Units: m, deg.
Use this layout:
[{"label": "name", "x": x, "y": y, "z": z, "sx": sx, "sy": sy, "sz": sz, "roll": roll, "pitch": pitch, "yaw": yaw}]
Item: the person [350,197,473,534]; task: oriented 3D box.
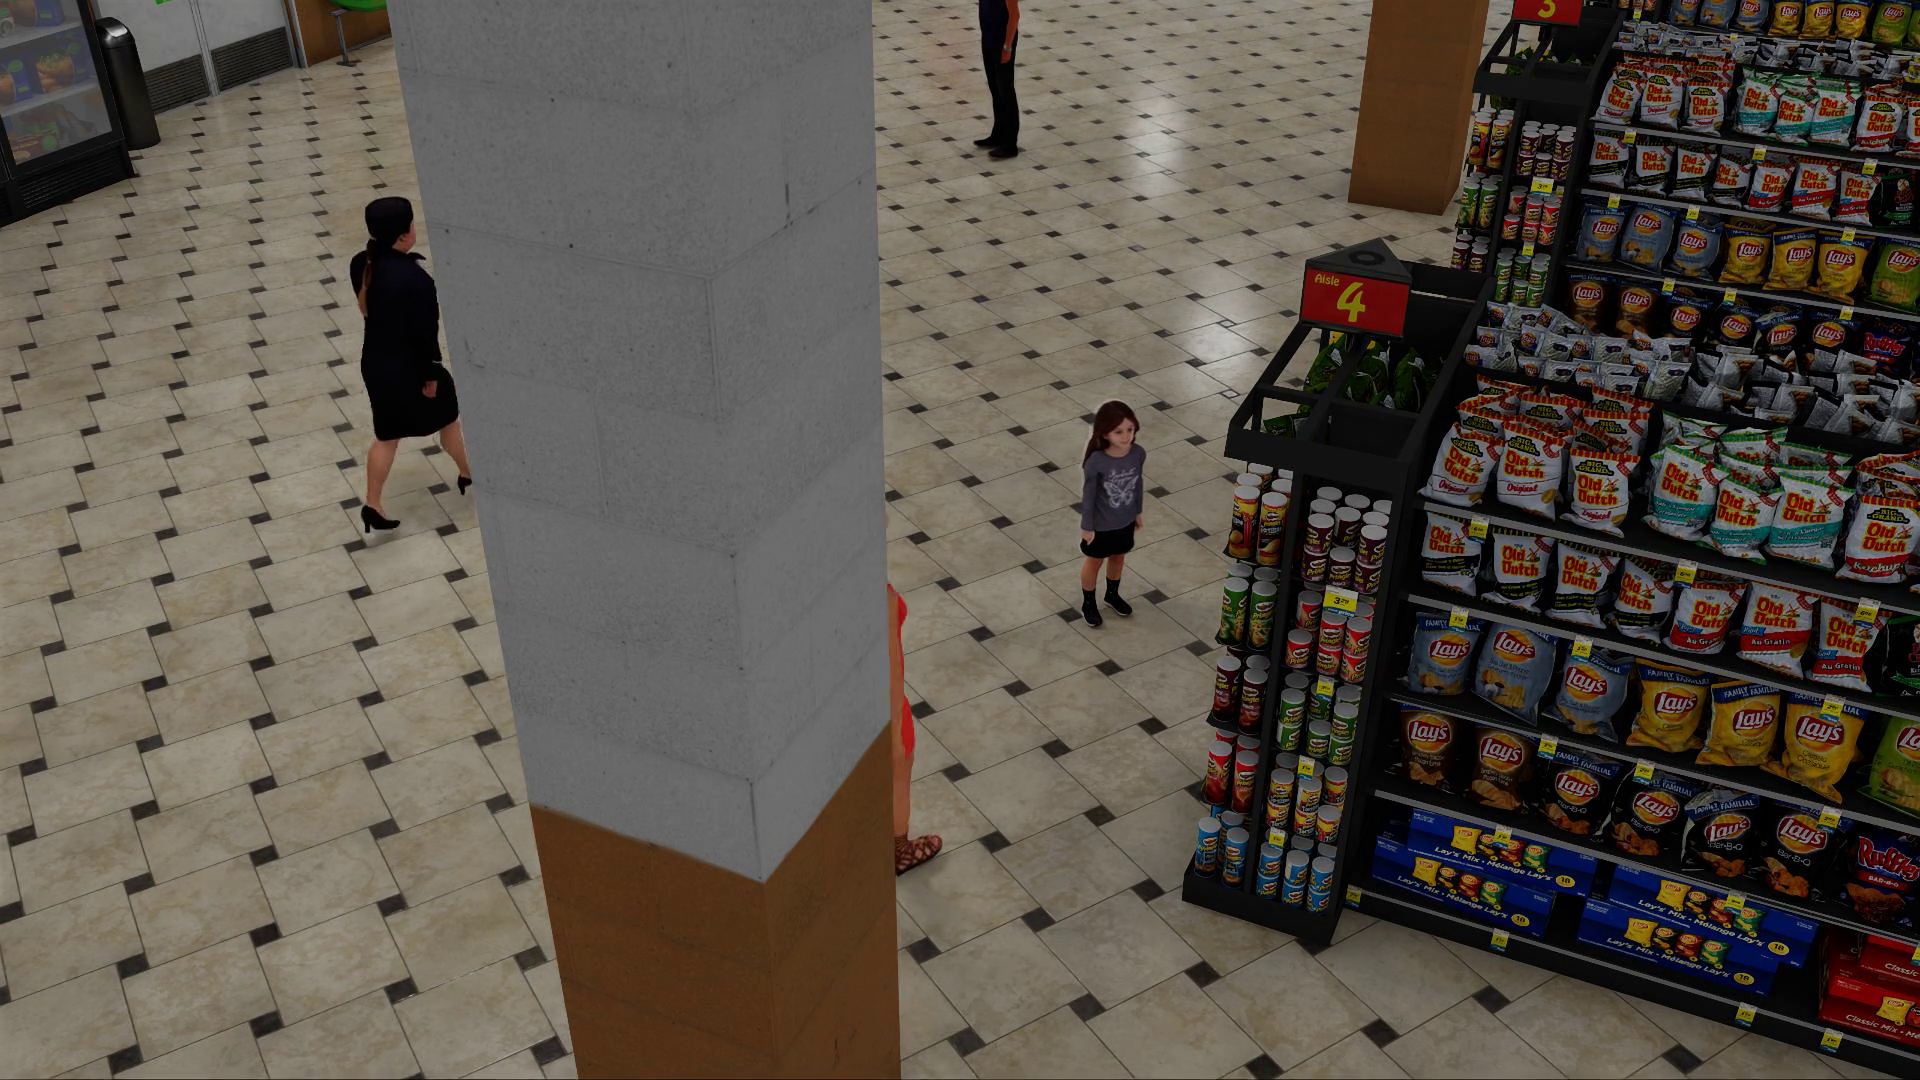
[{"label": "person", "x": -2.742, "y": -0.783, "z": 8.004, "sx": 0.959, "sy": 1.636, "sz": 0.733, "roll": 14, "pitch": 35, "yaw": 21}]

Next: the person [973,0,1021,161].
[{"label": "person", "x": 0.313, "y": -3.834, "z": 12.762, "sx": 0.764, "sy": 1.790, "sz": 0.703, "roll": -11, "pitch": 34, "yaw": -17}]

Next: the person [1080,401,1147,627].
[{"label": "person", "x": 0.680, "y": -0.133, "z": 7.462, "sx": 0.537, "sy": 1.105, "sz": 0.572, "roll": -17, "pitch": 36, "yaw": -25}]
